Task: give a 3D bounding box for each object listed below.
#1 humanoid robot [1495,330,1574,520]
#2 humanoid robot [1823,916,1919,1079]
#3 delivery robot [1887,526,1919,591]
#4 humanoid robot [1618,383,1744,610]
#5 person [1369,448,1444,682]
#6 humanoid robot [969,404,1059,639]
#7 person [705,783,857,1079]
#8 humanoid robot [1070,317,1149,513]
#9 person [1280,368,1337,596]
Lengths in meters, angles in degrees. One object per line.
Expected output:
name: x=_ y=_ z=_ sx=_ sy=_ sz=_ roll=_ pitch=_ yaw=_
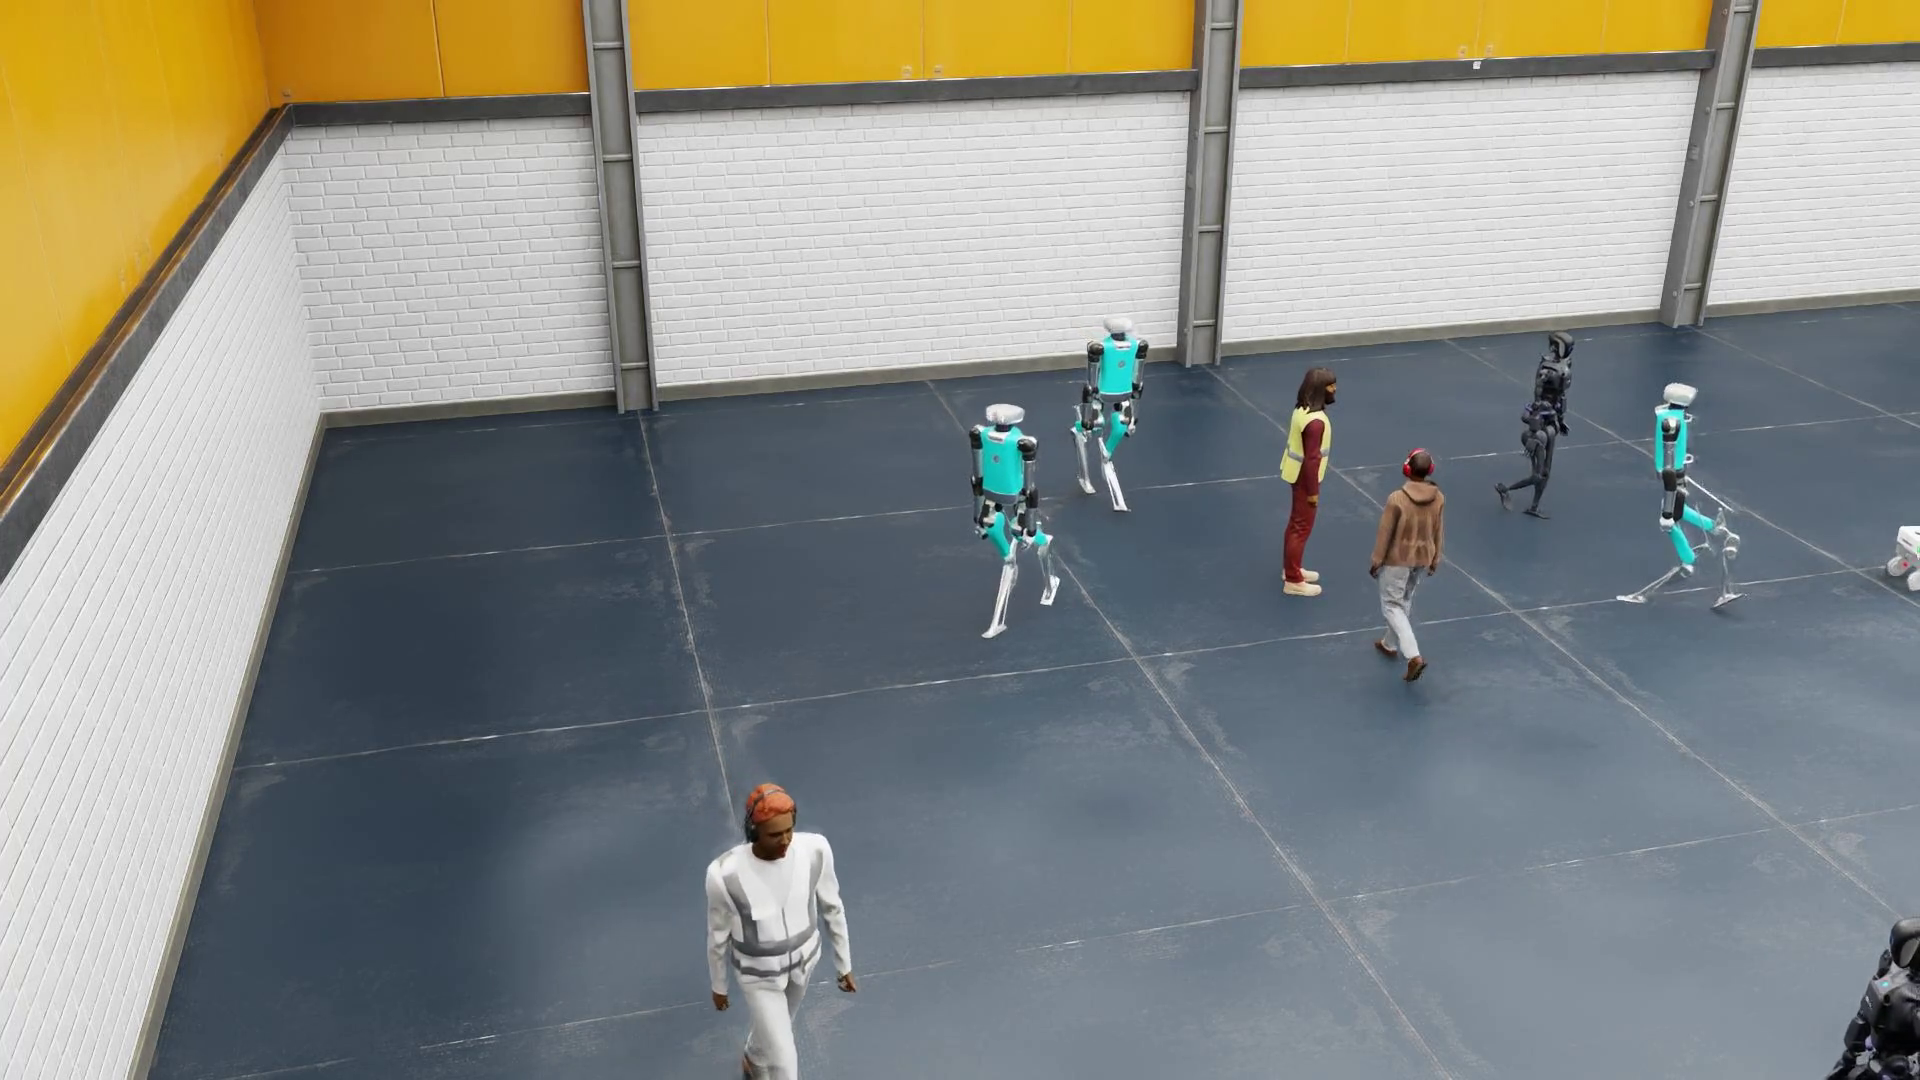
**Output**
humanoid robot: x=4.811 y=-0.974 z=13.836 sx=0.428 sy=1.645 sz=0.610 roll=21 pitch=31 yaw=39
humanoid robot: x=3.672 y=2.211 z=6.596 sx=0.363 sy=1.649 sz=0.602 roll=3 pitch=24 yaw=8
delivery robot: x=7.641 y=0.094 z=12.812 sx=0.789 sy=0.612 sz=0.499 roll=-2 pitch=24 yaw=-4
humanoid robot: x=5.489 y=-0.244 z=12.138 sx=0.983 sy=1.770 sz=0.536 roll=10 pitch=26 yaw=21
person: x=3.050 y=0.165 z=11.297 sx=0.476 sy=1.627 sz=0.694 roll=-7 pitch=25 yaw=-15
humanoid robot: x=0.474 y=-0.217 z=12.074 sx=0.530 sy=1.776 sz=0.996 roll=15 pitch=28 yaw=30
person: x=-0.786 y=1.848 z=7.226 sx=0.590 sy=1.833 sz=1.003 roll=-14 pitch=28 yaw=-29
humanoid robot: x=1.196 y=-1.086 z=14.043 sx=0.549 sy=1.752 sz=1.043 roll=-8 pitch=25 yaw=-18
person: x=2.593 y=-0.448 z=12.528 sx=0.366 sy=1.764 sz=0.469 roll=2 pitch=24 yaw=5
